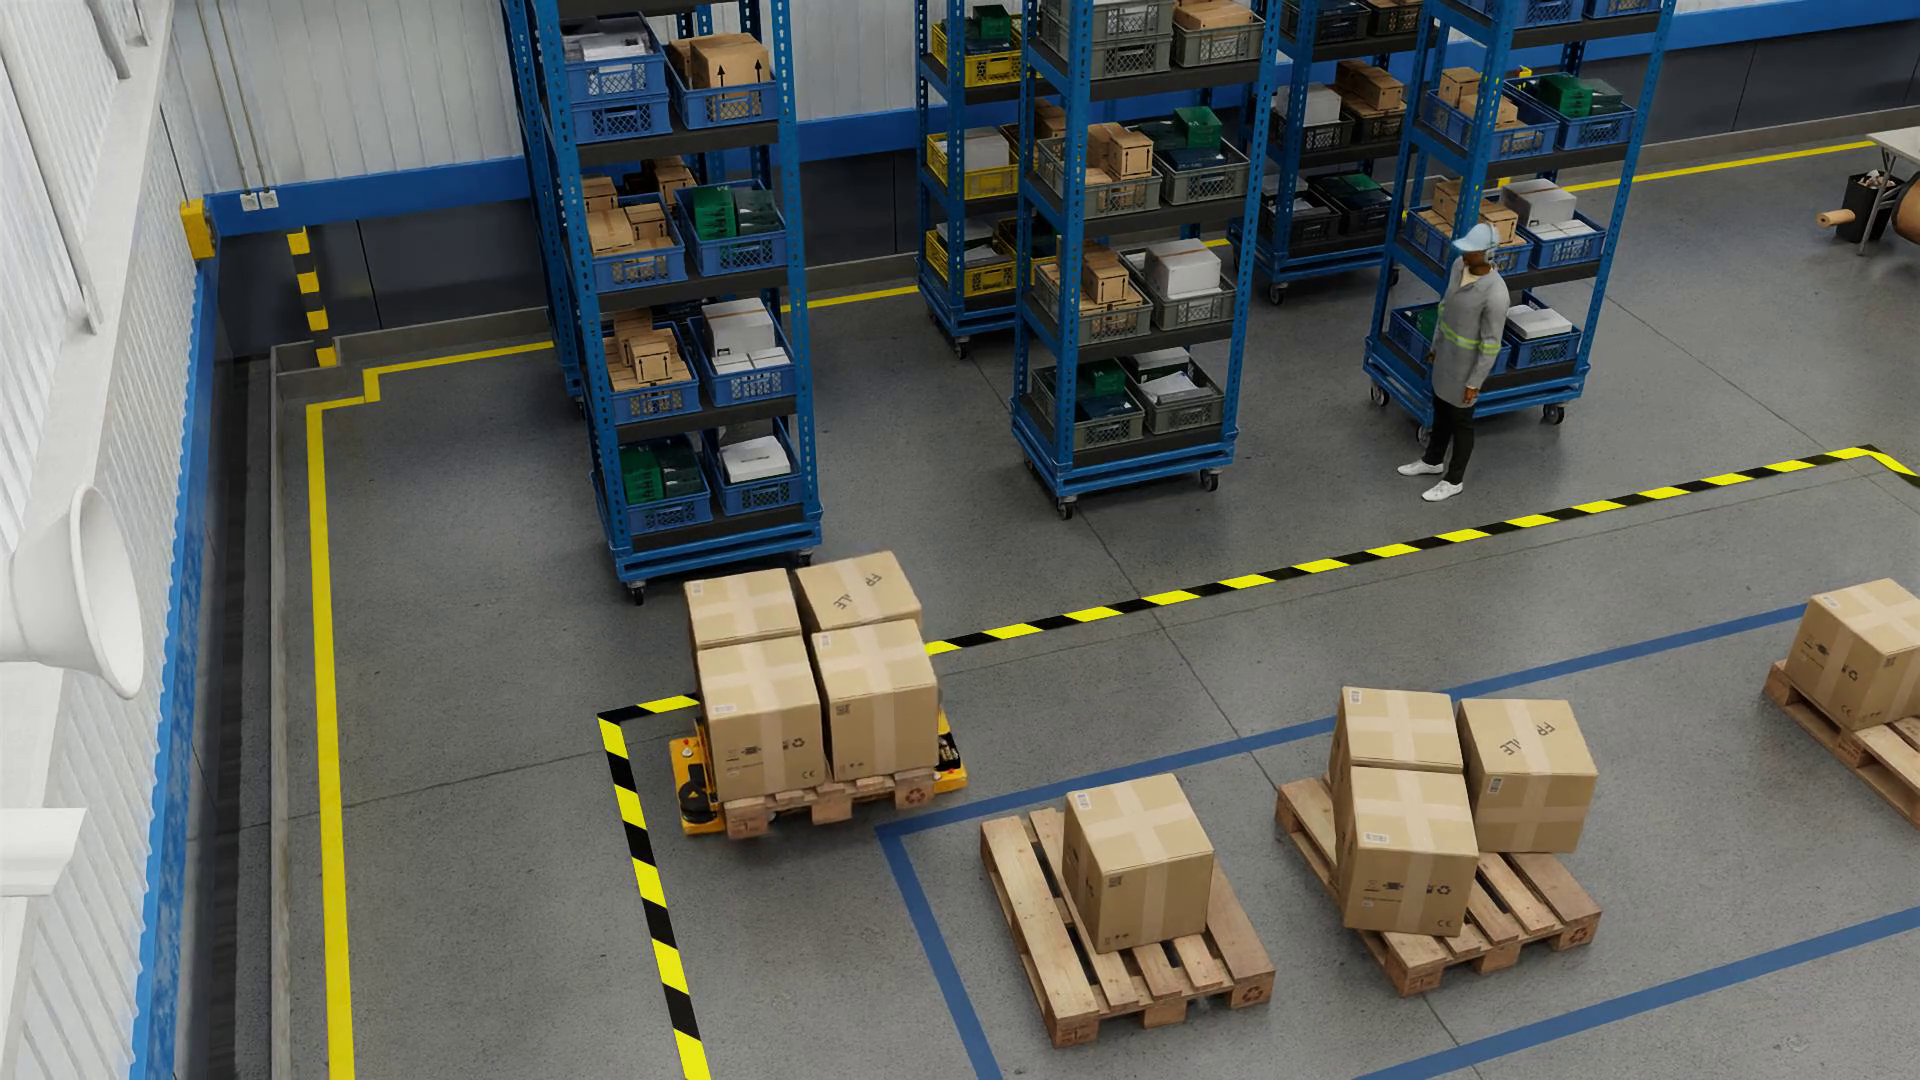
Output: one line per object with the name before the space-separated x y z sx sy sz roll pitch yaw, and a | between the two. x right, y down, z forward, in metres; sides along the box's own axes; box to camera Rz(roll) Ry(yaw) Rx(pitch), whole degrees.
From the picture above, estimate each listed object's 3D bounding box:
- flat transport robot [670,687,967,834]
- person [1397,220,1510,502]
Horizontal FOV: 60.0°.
flat transport robot | -0.734 1.094 8.480 1.431 0.197 0.652 -8 36 -11
person | 3.062 -1.103 10.246 0.370 1.853 0.589 -9 36 -12
